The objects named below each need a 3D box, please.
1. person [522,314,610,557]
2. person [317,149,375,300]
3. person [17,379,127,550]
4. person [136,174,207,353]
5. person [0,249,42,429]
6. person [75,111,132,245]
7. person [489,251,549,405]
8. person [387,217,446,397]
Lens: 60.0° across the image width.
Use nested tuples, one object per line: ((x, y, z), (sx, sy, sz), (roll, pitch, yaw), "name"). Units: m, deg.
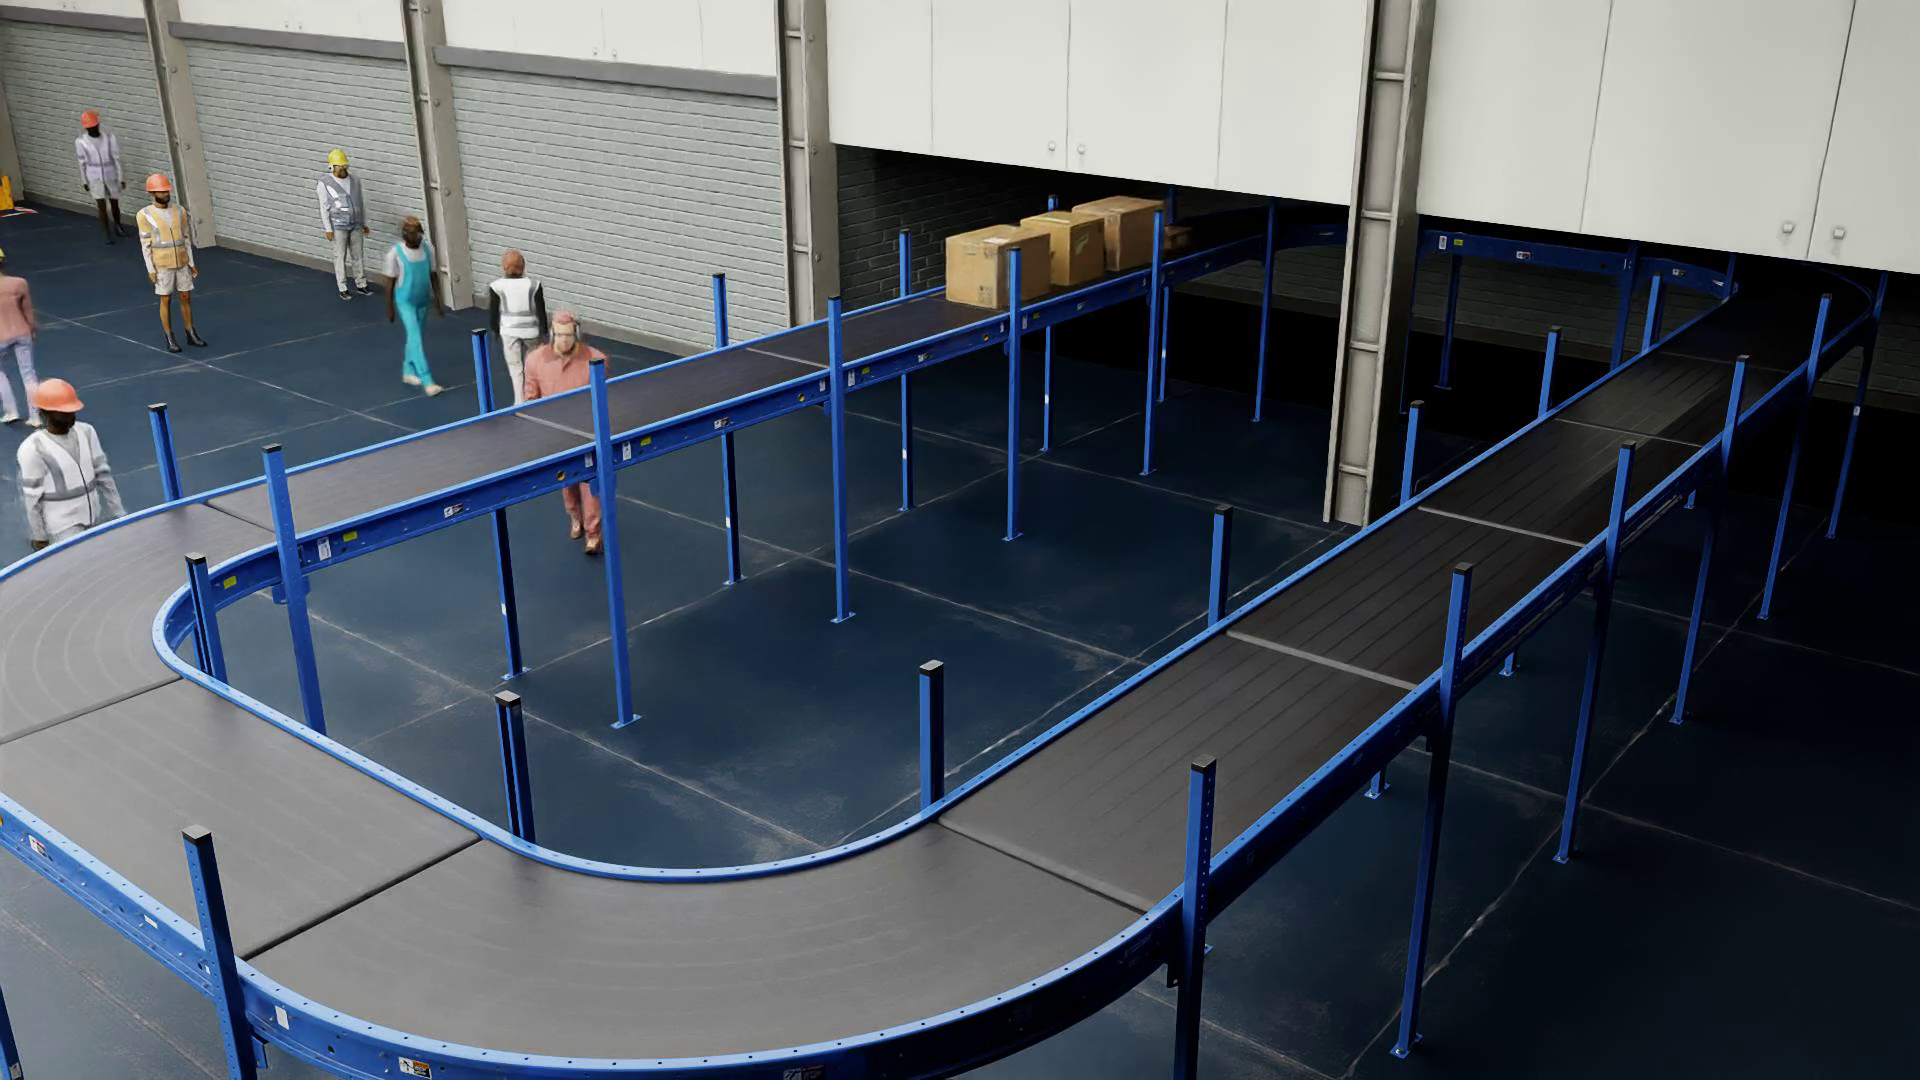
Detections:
((-2.980, -0.801, 12.685), (0.657, 1.858, 0.966), (-1, 22, -3), "person")
((-7.615, -3.919, 20.644), (0.404, 1.832, 0.599), (16, 27, 35), "person")
((-5.715, -0.130, 10.908), (0.792, 1.905, 0.551), (6, 22, 15), "person")
((-8.667, -3.045, 18.276), (0.345, 1.942, 0.551), (16, 27, 35), "person")
((-8.985, -1.919, 15.666), (0.593, 1.743, 0.558), (16, 27, 35), "person")
((-12.339, -5.228, 23.929), (0.557, 1.888, 0.753), (-13, 25, -29), "person")
((-4.267, -2.004, 16.108), (0.530, 1.579, 0.876), (-6, 22, -15), "person")
((-5.475, -2.371, 16.779), (0.930, 1.786, 0.507), (16, 27, 35), "person")
